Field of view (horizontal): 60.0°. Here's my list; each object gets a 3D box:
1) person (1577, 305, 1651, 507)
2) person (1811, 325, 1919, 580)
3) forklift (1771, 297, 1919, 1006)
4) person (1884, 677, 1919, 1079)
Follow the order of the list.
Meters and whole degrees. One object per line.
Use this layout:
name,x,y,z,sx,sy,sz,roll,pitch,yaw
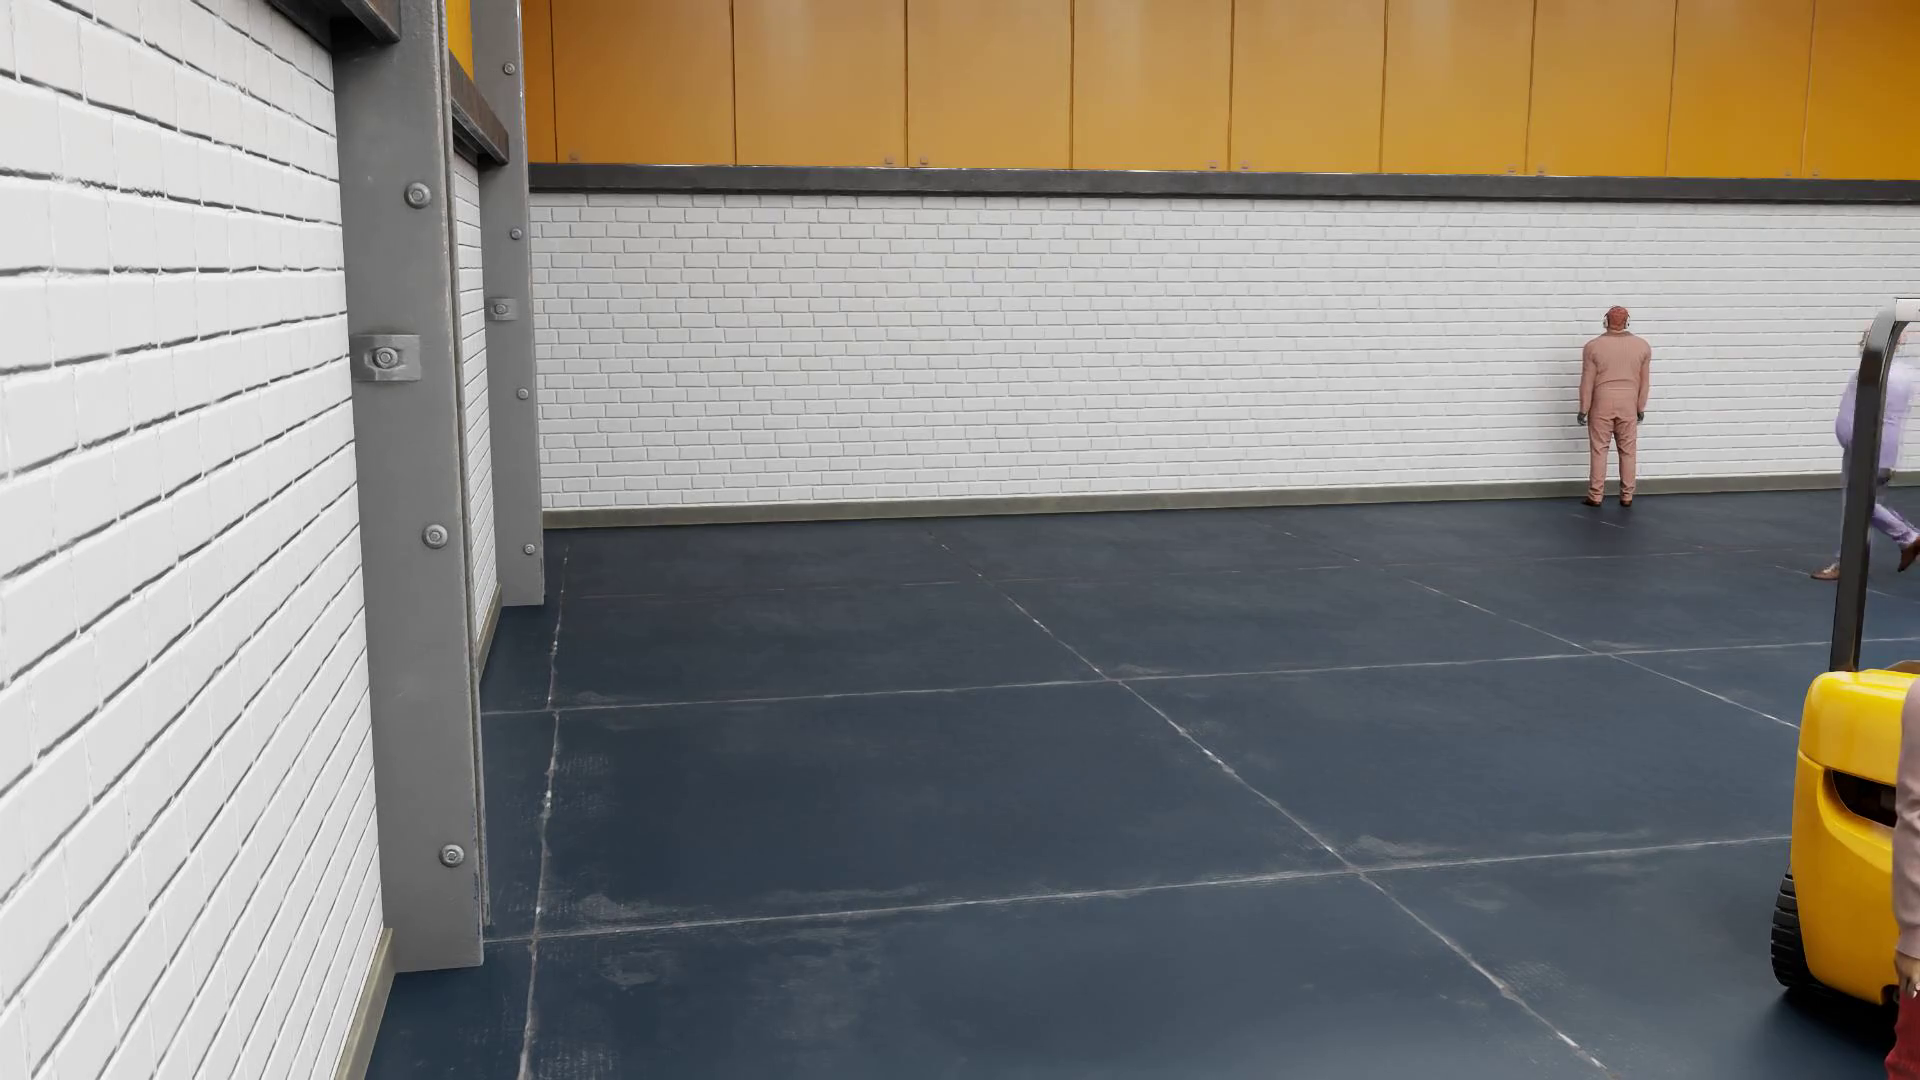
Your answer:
person,6.180,-1.260,15.768,0.637,1.909,0.403,1,9,5
person,6.606,-0.613,11.929,0.714,1.876,0.649,1,9,8
forklift,3.542,0.334,5.177,2.313,2.155,1.214,-9,13,-43
person,2.213,0.815,3.547,0.533,1.768,0.311,-3,10,-18
